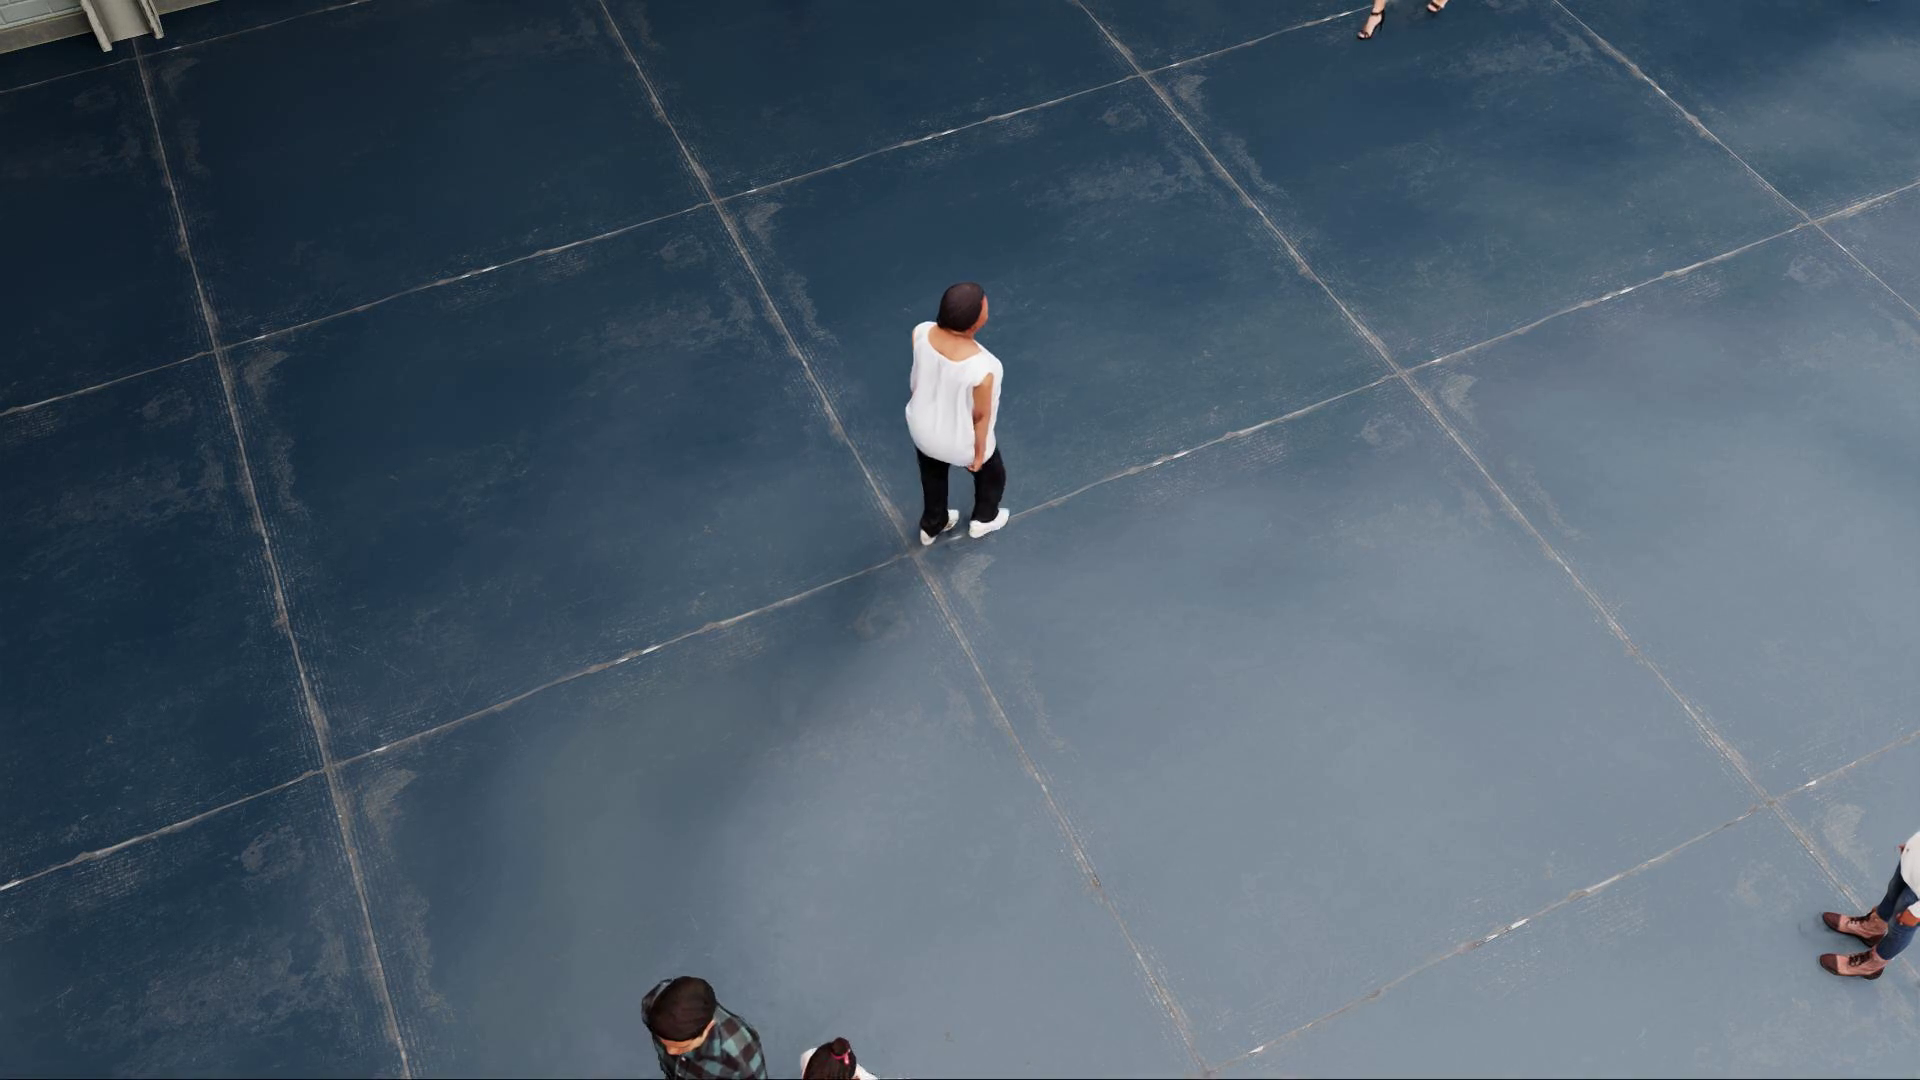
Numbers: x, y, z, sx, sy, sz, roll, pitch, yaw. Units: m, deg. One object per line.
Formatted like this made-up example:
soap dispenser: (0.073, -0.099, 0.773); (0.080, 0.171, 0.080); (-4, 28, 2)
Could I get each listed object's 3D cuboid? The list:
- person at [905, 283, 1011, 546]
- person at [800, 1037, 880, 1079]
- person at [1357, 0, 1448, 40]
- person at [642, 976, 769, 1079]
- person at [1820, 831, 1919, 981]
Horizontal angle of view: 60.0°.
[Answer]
person: (-0.076, -0.529, 7.968); (0.784, 1.674, 0.823); (31, 58, 22)
person: (-0.316, 2.073, 6.121); (0.795, 1.409, 1.027); (37, 61, 25)
person: (3.090, -4.018, 10.669); (1.080, 1.675, 0.795); (-29, 58, -21)
person: (-0.842, 1.832, 5.840); (0.909, 1.710, 0.944); (24, 56, 18)
person: (3.875, 1.350, 6.652); (0.651, 1.453, 0.592); (16, 54, 12)
